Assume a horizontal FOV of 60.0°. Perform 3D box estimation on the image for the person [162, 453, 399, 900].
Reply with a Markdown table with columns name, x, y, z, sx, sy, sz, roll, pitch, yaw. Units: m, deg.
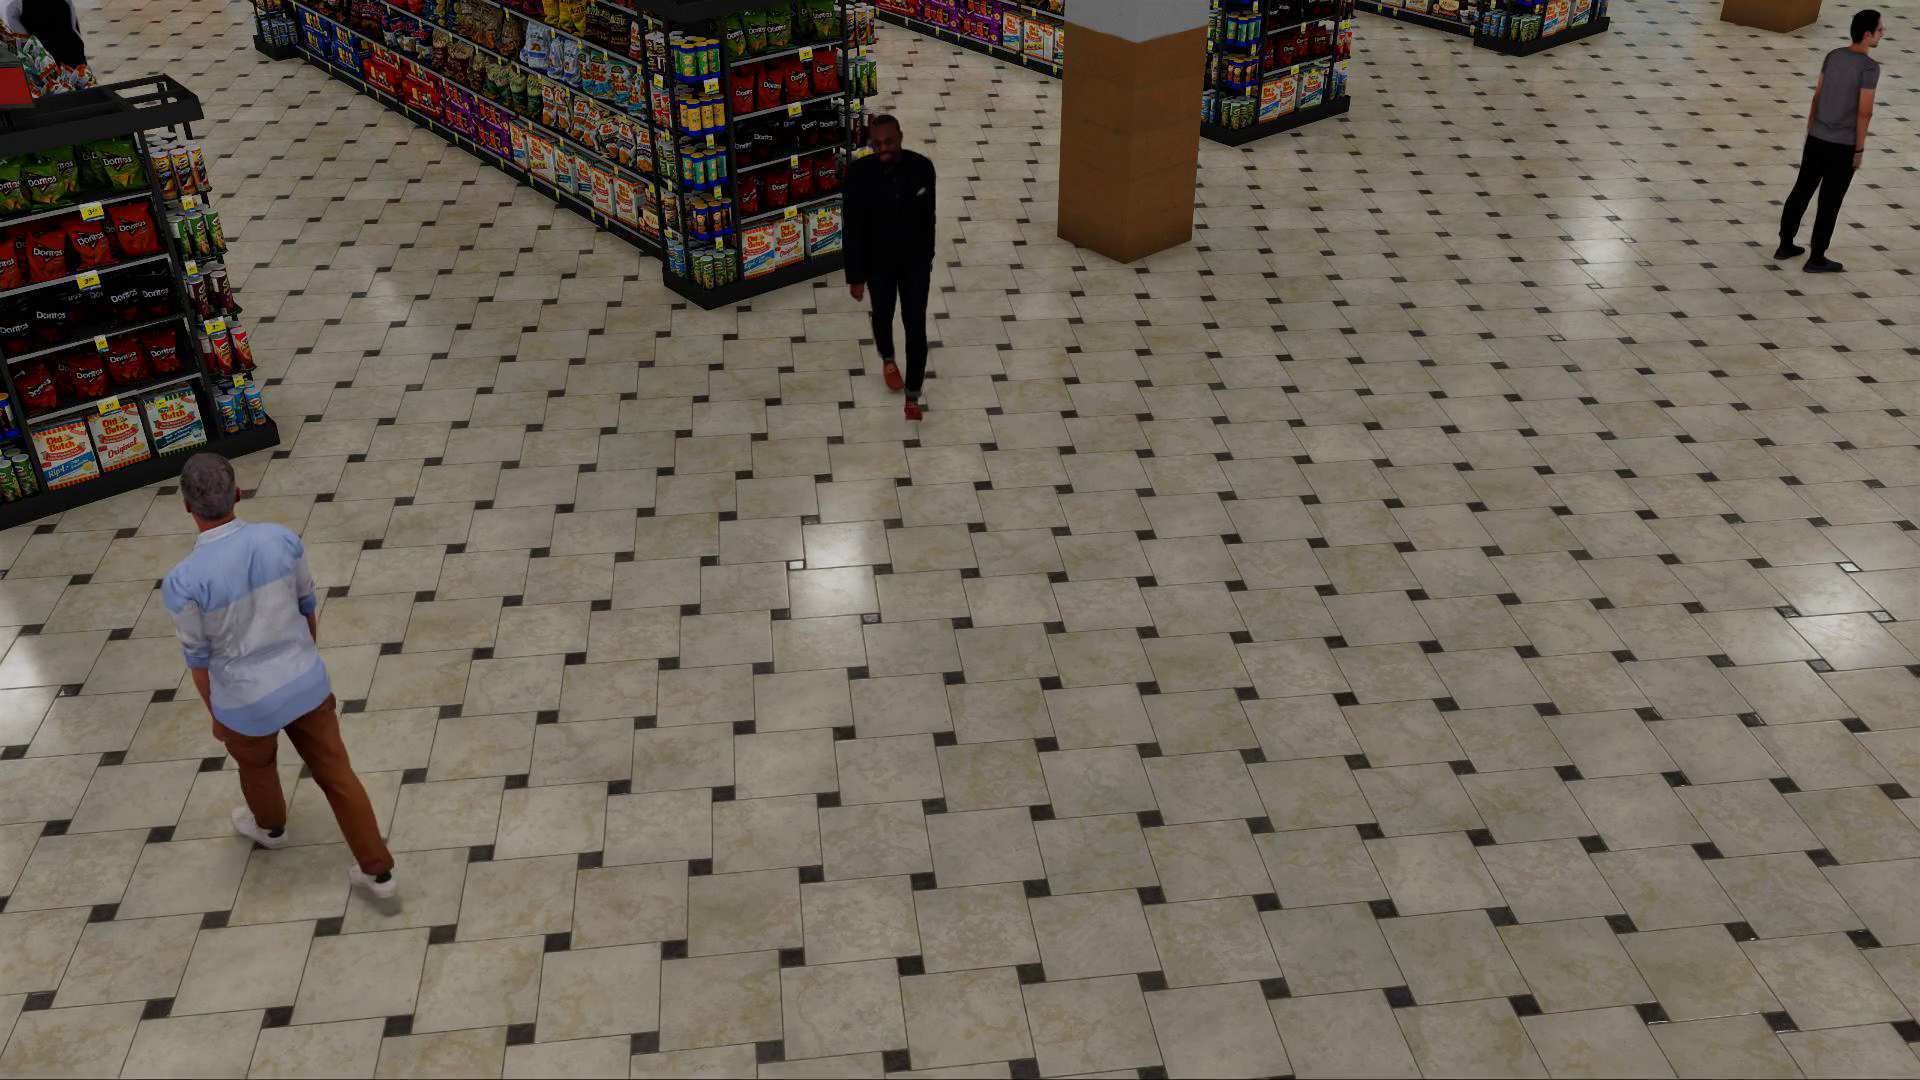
| name | x | y | z | sx | sy | sz | roll | pitch | yaw |
| --- | --- | --- | --- | --- | --- | --- | --- | --- | --- |
| person | -2.431 | 0.581 | 6.005 | 1.170 | 1.774 | 0.780 | 24 | 39 | 34 |

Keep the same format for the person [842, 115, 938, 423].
| name | x | y | z | sx | sy | sz | roll | pitch | yaw |
| --- | --- | --- | --- | --- | --- | --- | --- | --- | --- |
| person | -0.364 | -1.596 | 9.515 | 1.096 | 1.762 | 1.253 | -5 | 32 | -7 |

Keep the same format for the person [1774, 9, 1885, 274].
| name | x | y | z | sx | sy | sz | roll | pitch | yaw |
| --- | --- | --- | --- | --- | --- | --- | --- | --- | --- |
| person | 5.945 | -2.716 | 11.323 | 0.759 | 1.754 | 0.614 | -11 | 34 | -17 |

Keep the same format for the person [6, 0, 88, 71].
| name | x | y | z | sx | sy | sz | roll | pitch | yaw |
| --- | --- | --- | --- | --- | --- | --- | --- | --- | --- |
| person | -6.694 | -3.433 | 12.422 | 0.654 | 1.811 | 0.665 | -23 | 39 | -32 |
